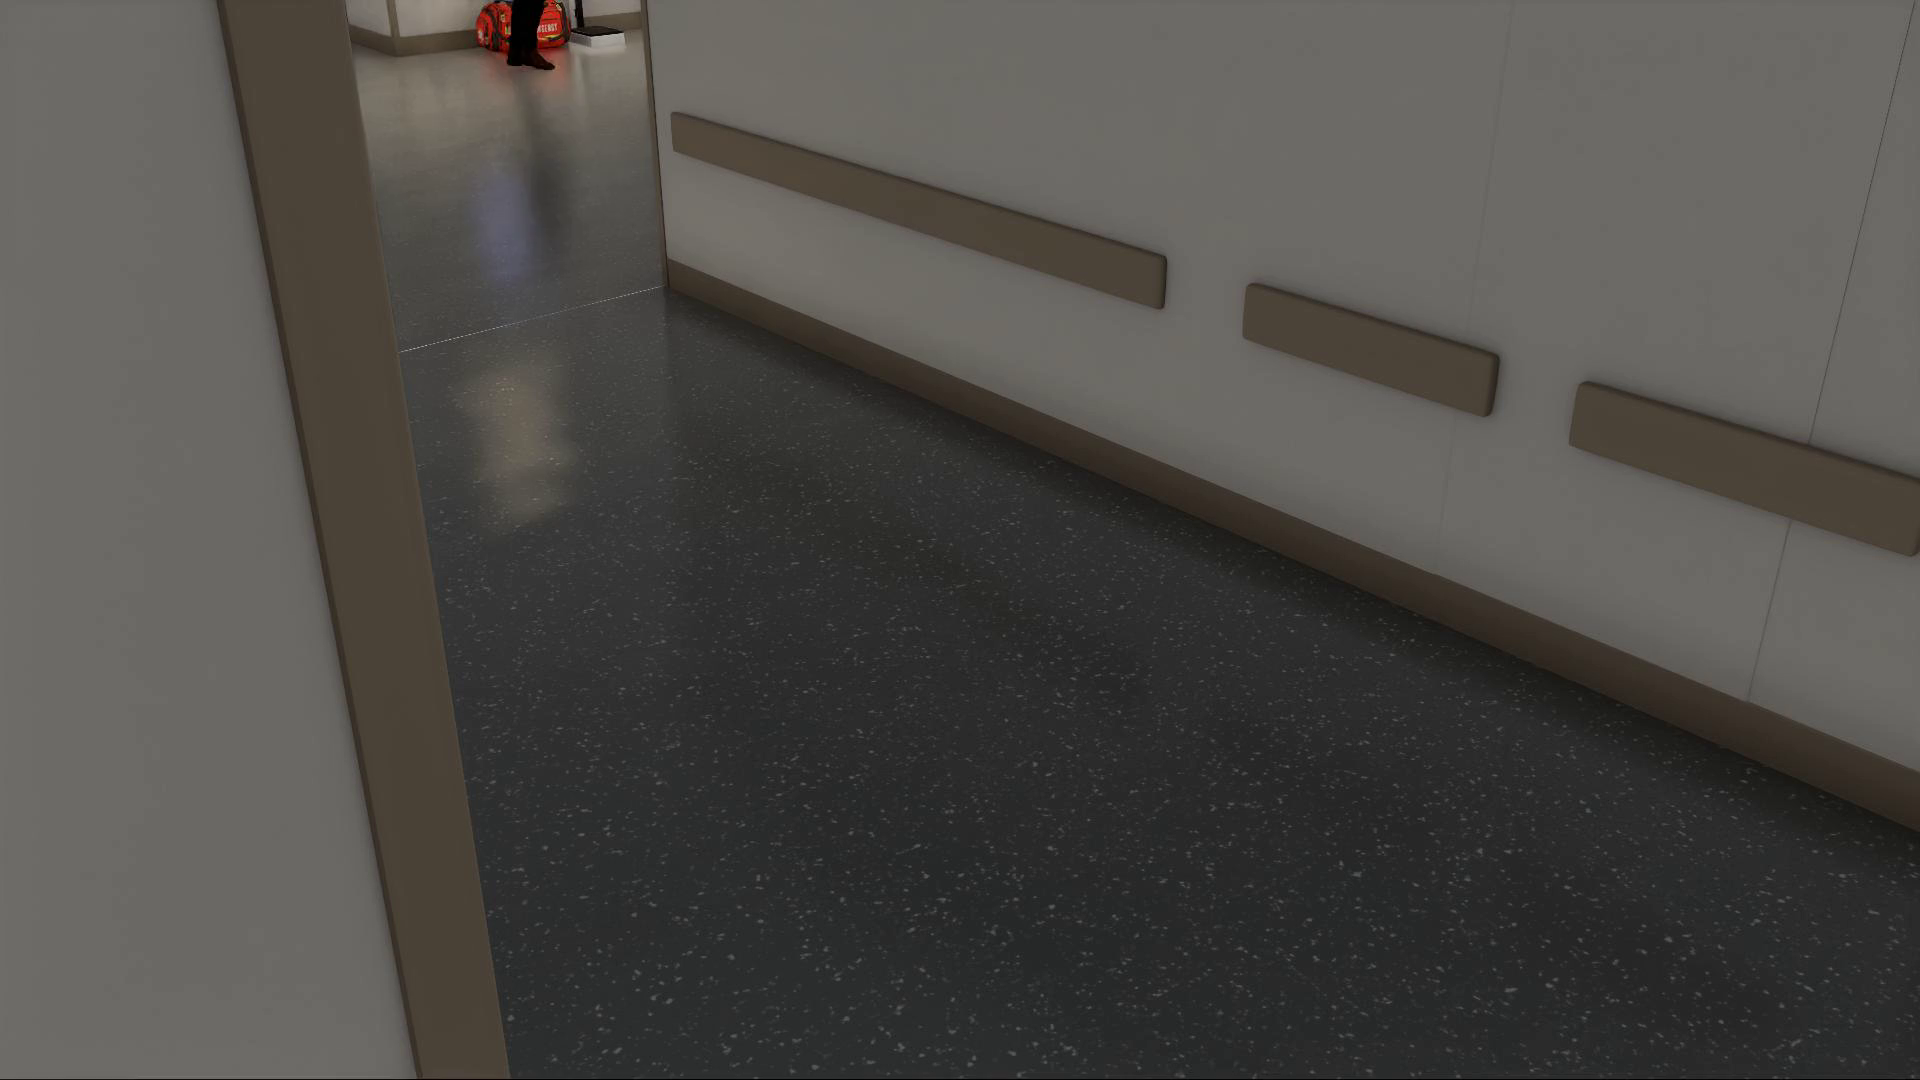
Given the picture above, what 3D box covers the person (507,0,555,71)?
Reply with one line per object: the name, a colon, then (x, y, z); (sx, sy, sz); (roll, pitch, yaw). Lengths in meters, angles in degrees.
person: (-3.637, -4.784, 13.466); (0.974, 1.889, 0.891); (4, 26, 9)
